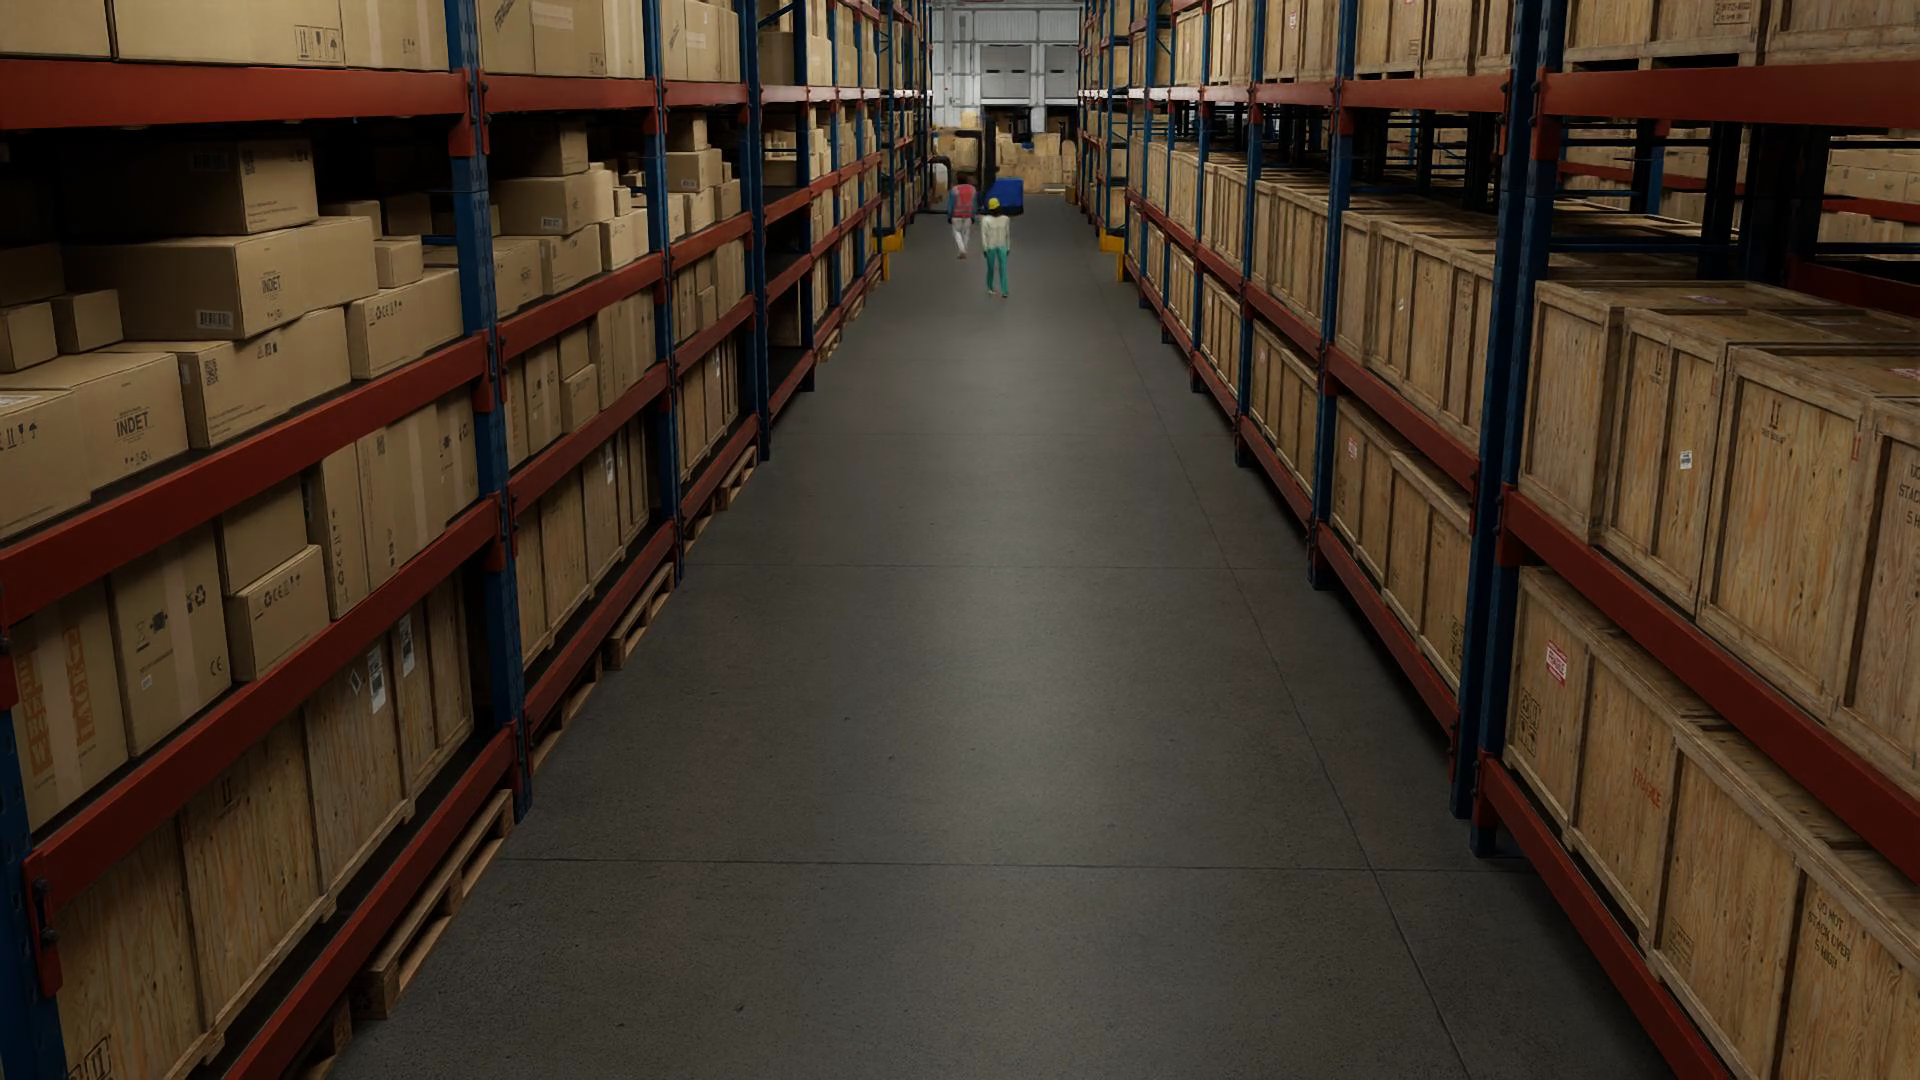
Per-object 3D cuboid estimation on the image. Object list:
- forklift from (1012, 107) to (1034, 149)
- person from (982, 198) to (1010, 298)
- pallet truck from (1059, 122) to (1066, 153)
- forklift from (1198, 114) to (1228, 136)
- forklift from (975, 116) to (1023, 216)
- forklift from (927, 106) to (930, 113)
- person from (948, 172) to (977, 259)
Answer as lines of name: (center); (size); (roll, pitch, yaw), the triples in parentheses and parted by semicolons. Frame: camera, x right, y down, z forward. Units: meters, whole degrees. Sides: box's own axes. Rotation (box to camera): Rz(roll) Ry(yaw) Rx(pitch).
forklift: (3.048, -19.895, 81.816); (1.129, 2.768, 1.873); (-7, 17, -24)
person: (0.616, -5.099, 28.998); (0.530, 1.715, 0.922); (-4, 15, -13)
pallet truck: (5.788, -21.111, 88.014); (1.885, 1.965, 0.823); (5, 16, 18)
forklift: (7.901, -11.998, 52.432); (1.129, 2.768, 1.873); (0, 15, 1)
forklift: (0.891, -10.744, 47.768); (1.873, 2.768, 1.129); (0, 15, 2)
forklift: (-2.001, -20.667, 84.687); (1.129, 2.768, 1.873); (0, 15, 2)
person: (0.042, -6.896, 35.449); (0.631, 1.835, 0.487); (-6, 16, -22)
